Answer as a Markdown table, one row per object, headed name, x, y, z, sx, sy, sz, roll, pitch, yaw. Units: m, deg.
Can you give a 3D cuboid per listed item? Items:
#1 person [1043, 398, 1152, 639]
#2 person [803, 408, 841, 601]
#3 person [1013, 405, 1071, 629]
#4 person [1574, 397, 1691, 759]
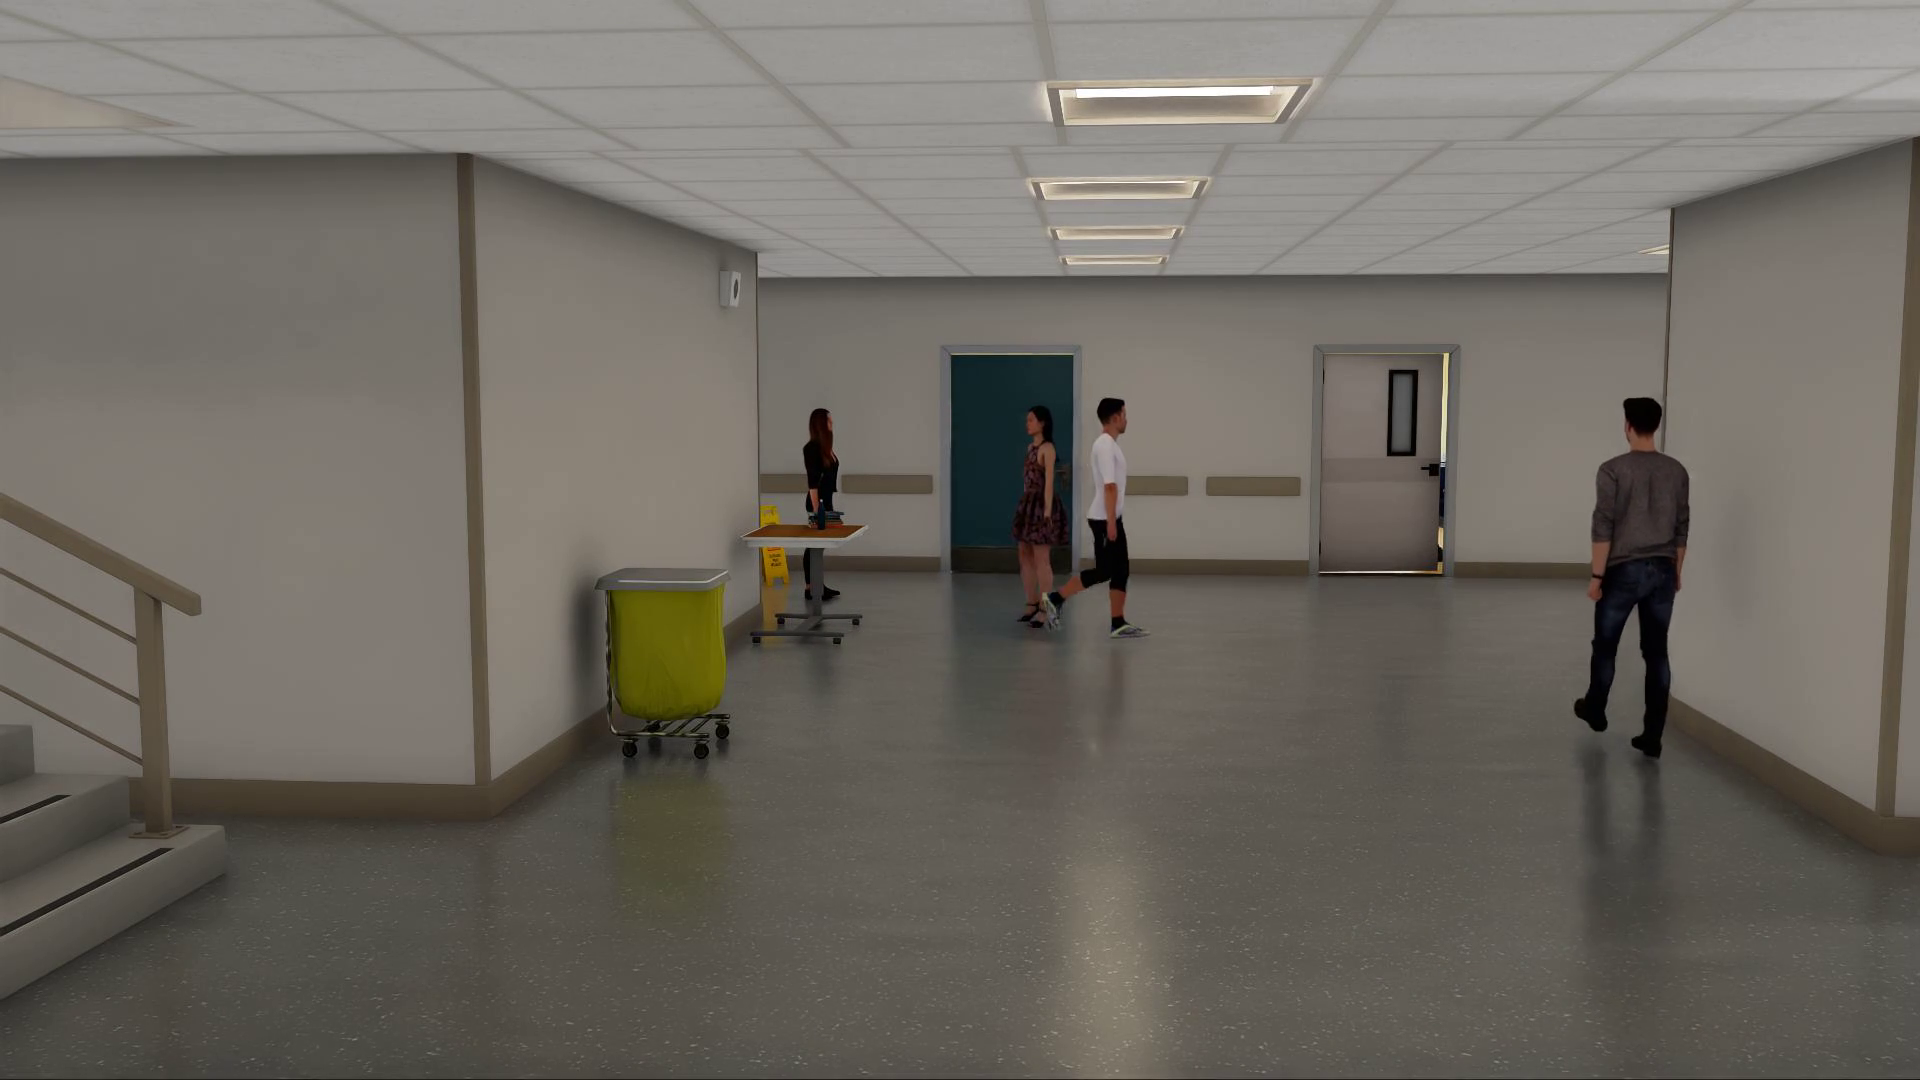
| name | x | y | z | sx | sy | sz | roll | pitch | yaw |
| --- | --- | --- | --- | --- | --- | --- | --- | --- | --- |
| person | 1.027 | -0.146 | 12.614 | 1.062 | 1.820 | 0.752 | 1 | 6 | 9 |
| person | -1.281 | -0.333 | 15.011 | 0.561 | 1.712 | 0.632 | 1 | 6 | 13 |
| person | 0.640 | -0.193 | 13.299 | 0.812 | 1.776 | 0.792 | -2 | 6 | -21 |
| person | 3.612 | 0.216 | 8.754 | 1.015 | 1.874 | 0.809 | 0 | 6 | 2 |
